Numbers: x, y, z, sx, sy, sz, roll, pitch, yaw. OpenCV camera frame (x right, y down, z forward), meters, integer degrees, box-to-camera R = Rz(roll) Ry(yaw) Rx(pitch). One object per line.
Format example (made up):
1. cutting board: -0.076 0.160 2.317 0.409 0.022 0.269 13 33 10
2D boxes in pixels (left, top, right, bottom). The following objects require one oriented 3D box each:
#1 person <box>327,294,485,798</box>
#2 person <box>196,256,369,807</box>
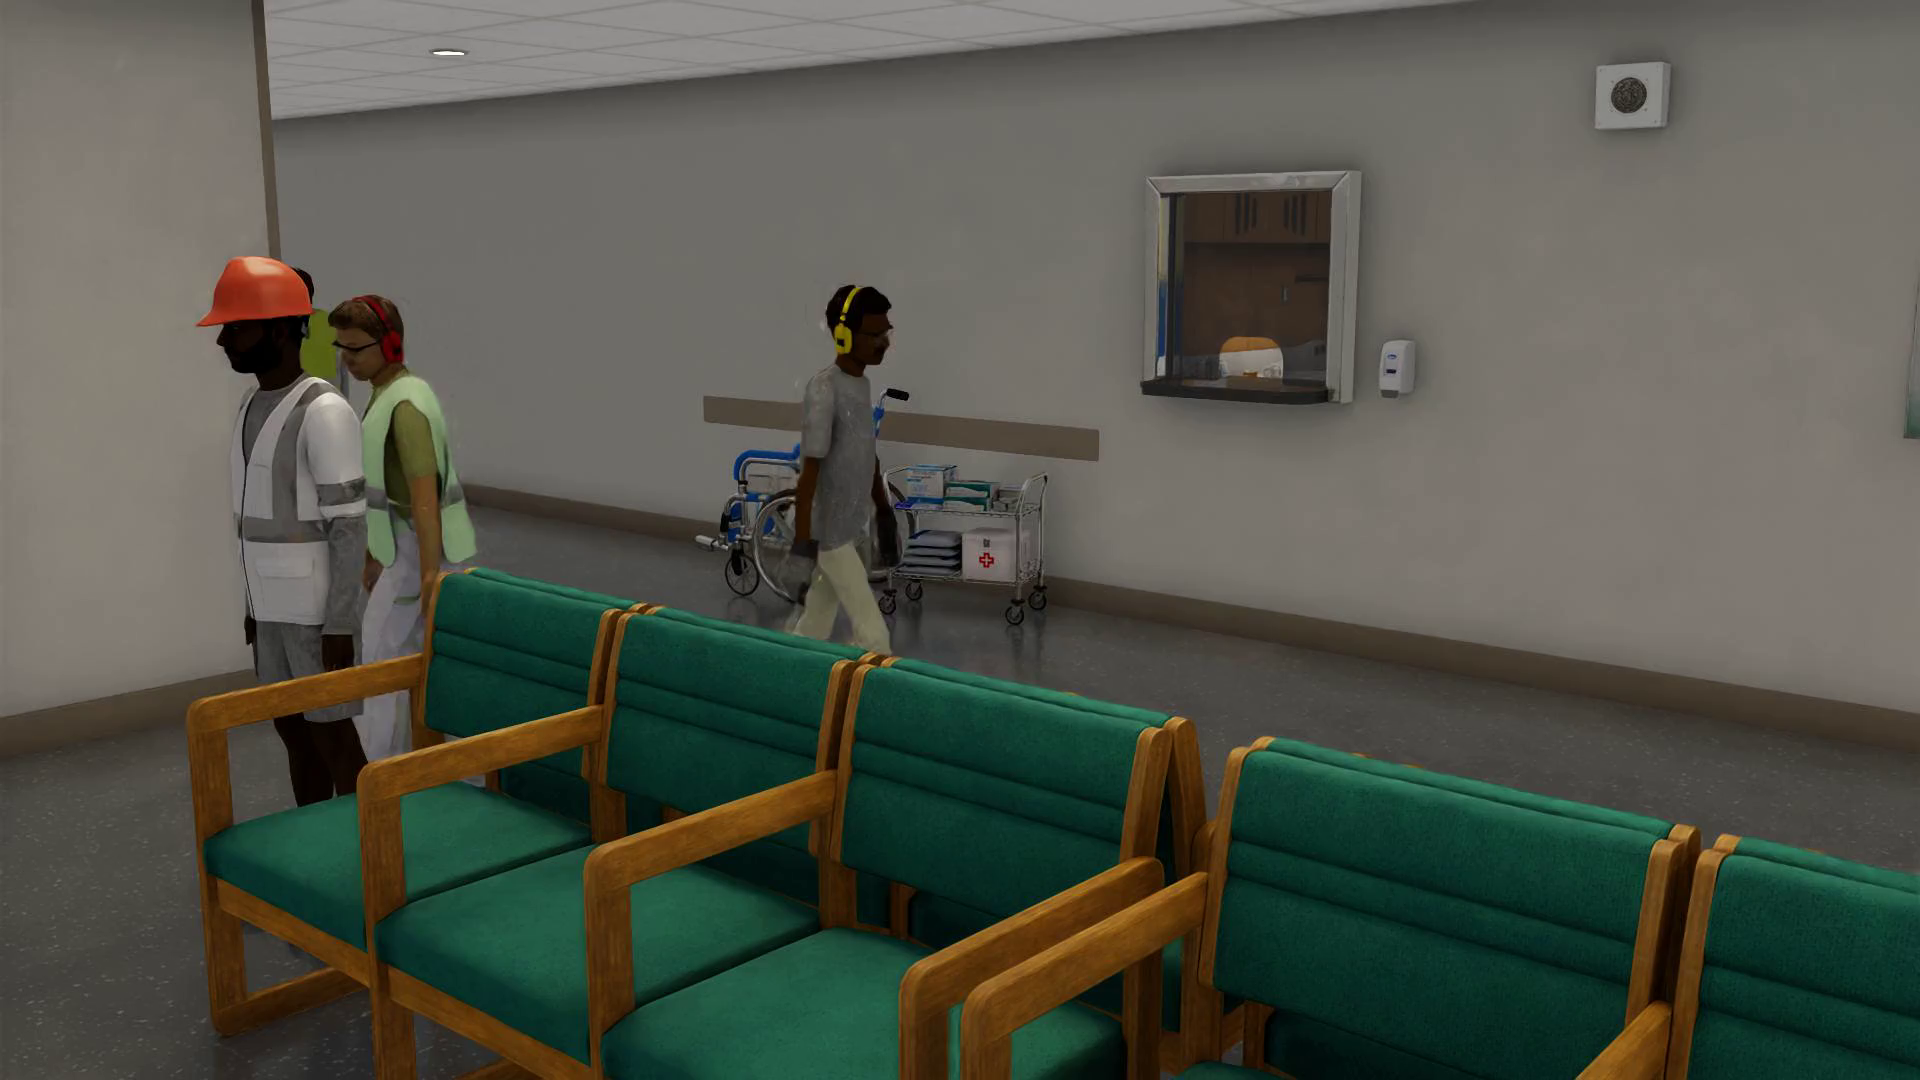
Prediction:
1. person: -1.947 0.085 5.603 0.814 1.796 0.649 -3 10 -18
2. person: -1.898 0.176 4.709 0.551 1.935 0.375 9 13 42
